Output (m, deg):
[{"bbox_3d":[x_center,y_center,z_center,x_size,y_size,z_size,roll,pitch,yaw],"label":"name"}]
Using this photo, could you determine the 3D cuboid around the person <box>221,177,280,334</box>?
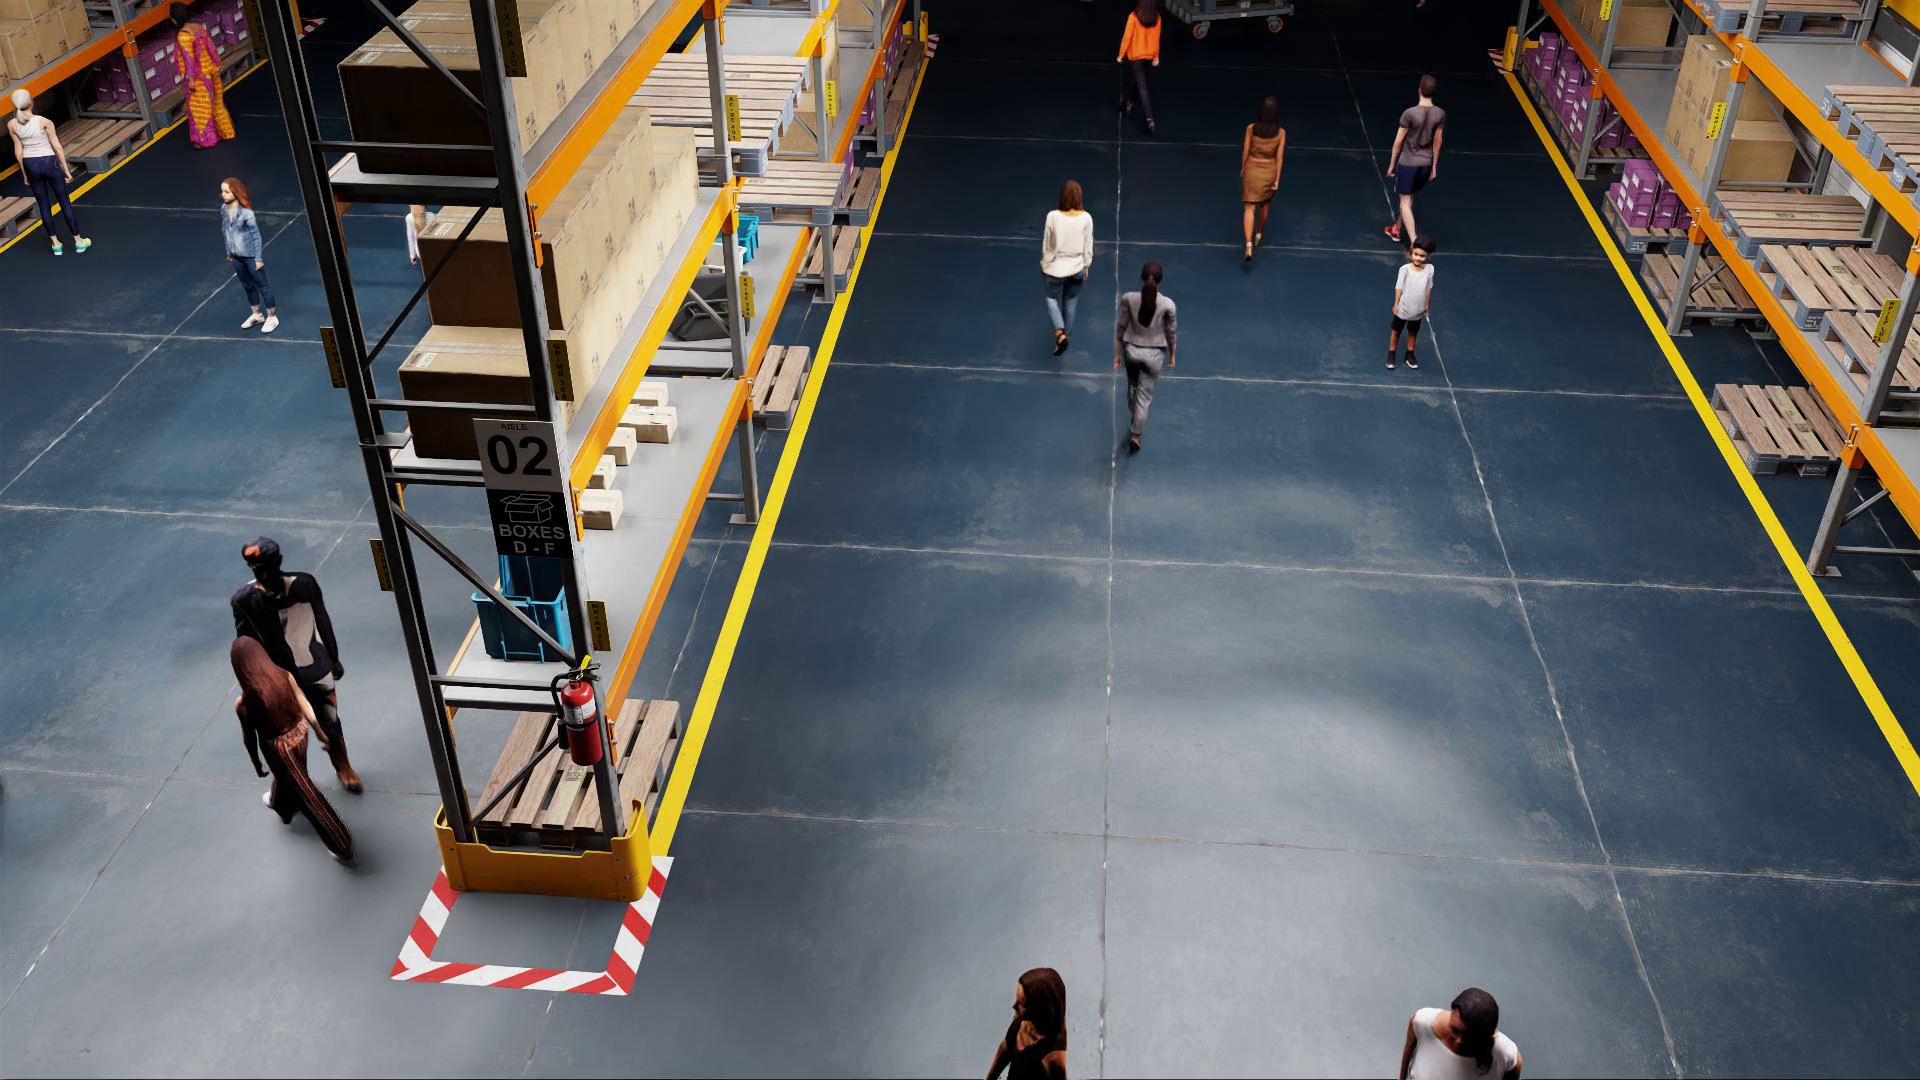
[{"bbox_3d":[-6.667,-2.677,15.551,0.617,1.477,0.599,13,36,19],"label":"person"}]

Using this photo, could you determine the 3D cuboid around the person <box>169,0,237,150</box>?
[{"bbox_3d":[-9.008,-5.509,19.641,0.956,1.666,0.607,-5,34,-8],"label":"person"}]

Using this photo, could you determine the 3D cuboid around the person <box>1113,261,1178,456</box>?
[{"bbox_3d":[1.472,-1.437,13.525,0.765,1.654,0.902,12,35,17],"label":"person"}]

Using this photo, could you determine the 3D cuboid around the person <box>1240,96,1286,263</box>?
[{"bbox_3d":[3.017,-3.613,16.799,0.576,1.653,1.059,4,34,5],"label":"person"}]

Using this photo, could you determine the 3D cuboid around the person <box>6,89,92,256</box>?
[{"bbox_3d":[-9.349,-3.754,16.969,0.671,1.701,0.646,-9,35,-13],"label":"person"}]

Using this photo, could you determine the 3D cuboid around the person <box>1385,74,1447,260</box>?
[{"bbox_3d":[4.629,-3.747,16.848,0.906,1.822,1.247,-7,34,-11],"label":"person"}]

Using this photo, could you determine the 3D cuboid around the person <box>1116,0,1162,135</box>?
[{"bbox_3d":[2.222,-5.717,19.921,1.068,1.703,1.189,-21,39,-28],"label":"person"}]

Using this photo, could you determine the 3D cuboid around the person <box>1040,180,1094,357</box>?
[{"bbox_3d":[0.948,-2.403,14.968,0.692,1.667,0.854,-2,34,-3],"label":"person"}]

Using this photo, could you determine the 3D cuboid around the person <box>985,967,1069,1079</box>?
[{"bbox_3d":[0.431,2.541,7.407,0.863,1.802,1.042,-7,34,-11],"label":"person"}]

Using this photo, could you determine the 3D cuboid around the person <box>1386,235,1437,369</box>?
[{"bbox_3d":[4.066,-2.154,14.963,0.490,1.258,0.494,1,34,2],"label":"person"}]

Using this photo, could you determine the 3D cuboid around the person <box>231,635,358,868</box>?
[{"bbox_3d":[-3.837,1.261,9.604,1.024,1.502,1.136,22,39,29],"label":"person"}]

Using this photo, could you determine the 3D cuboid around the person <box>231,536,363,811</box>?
[{"bbox_3d":[-3.988,0.774,9.987,0.782,1.890,0.786,-16,37,-22],"label":"person"}]

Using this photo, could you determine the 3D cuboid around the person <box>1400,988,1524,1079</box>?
[{"bbox_3d":[2.210,2.571,7.478,0.799,1.673,0.891,14,36,20],"label":"person"}]

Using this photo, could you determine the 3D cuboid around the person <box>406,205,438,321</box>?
[{"bbox_3d":[-5.040,-2.680,15.756,0.537,1.256,0.913,0,34,0],"label":"person"}]
